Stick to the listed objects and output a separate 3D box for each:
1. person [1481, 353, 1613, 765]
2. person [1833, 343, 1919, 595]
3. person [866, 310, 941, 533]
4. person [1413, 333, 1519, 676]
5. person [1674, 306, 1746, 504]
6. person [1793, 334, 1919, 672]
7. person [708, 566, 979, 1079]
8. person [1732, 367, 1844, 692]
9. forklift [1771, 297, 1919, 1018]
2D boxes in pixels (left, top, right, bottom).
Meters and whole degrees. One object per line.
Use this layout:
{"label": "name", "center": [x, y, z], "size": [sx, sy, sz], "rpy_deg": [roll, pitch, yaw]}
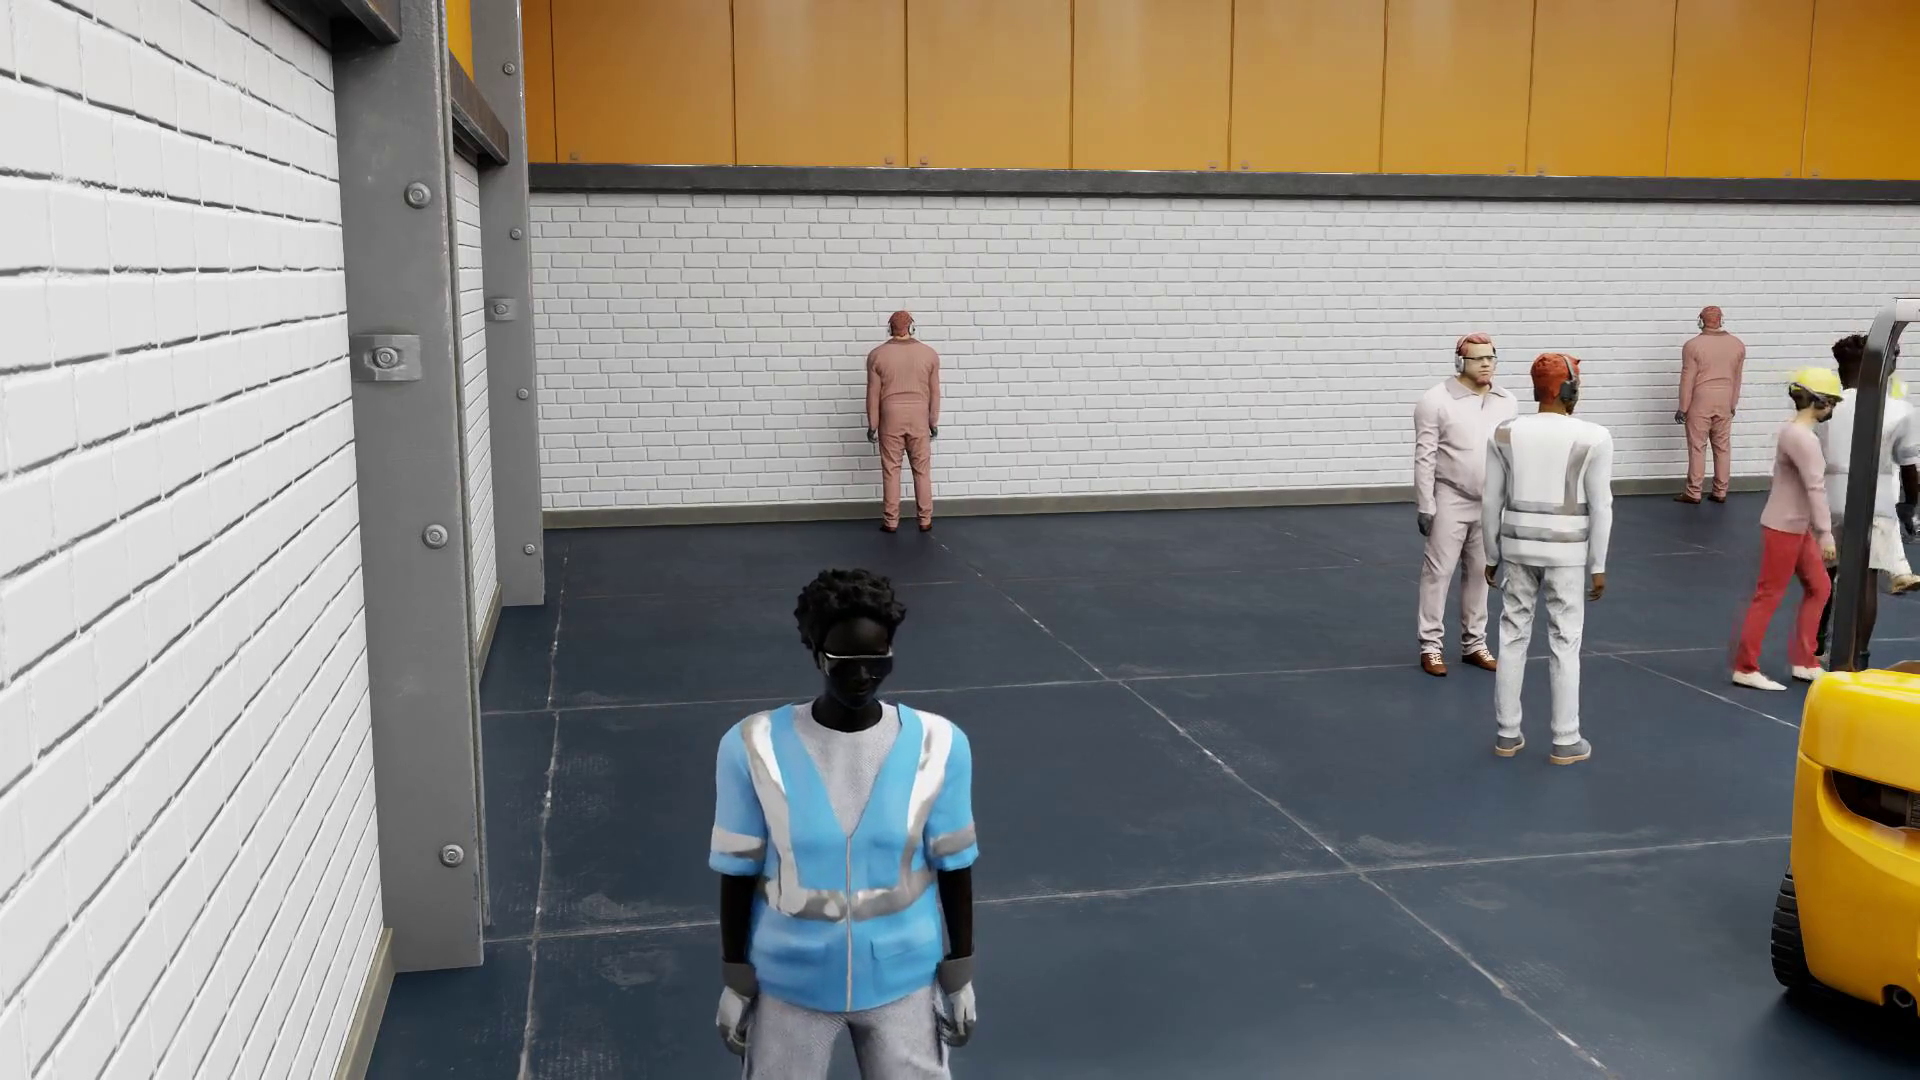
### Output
{"label": "person", "center": [2.682, 0.088, 7.637], "size": [0.574, 1.878, 0.358], "rpy_deg": [7, 11, 35]}
{"label": "person", "center": [6.369, -0.528, 11.661], "size": [0.629, 1.788, 0.978], "rpy_deg": [-1, 9, -4]}
{"label": "person", "center": [-0.489, -1.004, 14.232], "size": [0.642, 1.901, 0.401], "rpy_deg": [-2, 9, -10]}
{"label": "person", "center": [2.842, -0.197, 9.286], "size": [0.639, 1.910, 0.407], "rpy_deg": [-3, 10, -16]}
{"label": "person", "center": [7.168, -1.291, 15.981], "size": [0.642, 1.901, 0.401], "rpy_deg": [-2, 9, -10]}
{"label": "person", "center": [4.923, -0.177, 9.191], "size": [0.700, 1.897, 1.035], "rpy_deg": [4, 10, 25]}
{"label": "person", "center": [-0.228, 0.884, 3.350], "size": [0.543, 1.694, 0.330], "rpy_deg": [-1, 9, -8]}
{"label": "person", "center": [4.510, -0.040, 8.846], "size": [0.696, 1.733, 0.553], "rpy_deg": [4, 10, 24]}
{"label": "forklift", "center": [3.542, 0.334, 5.177], "size": [2.313, 2.155, 1.214], "rpy_deg": [-9, 13, -43]}
